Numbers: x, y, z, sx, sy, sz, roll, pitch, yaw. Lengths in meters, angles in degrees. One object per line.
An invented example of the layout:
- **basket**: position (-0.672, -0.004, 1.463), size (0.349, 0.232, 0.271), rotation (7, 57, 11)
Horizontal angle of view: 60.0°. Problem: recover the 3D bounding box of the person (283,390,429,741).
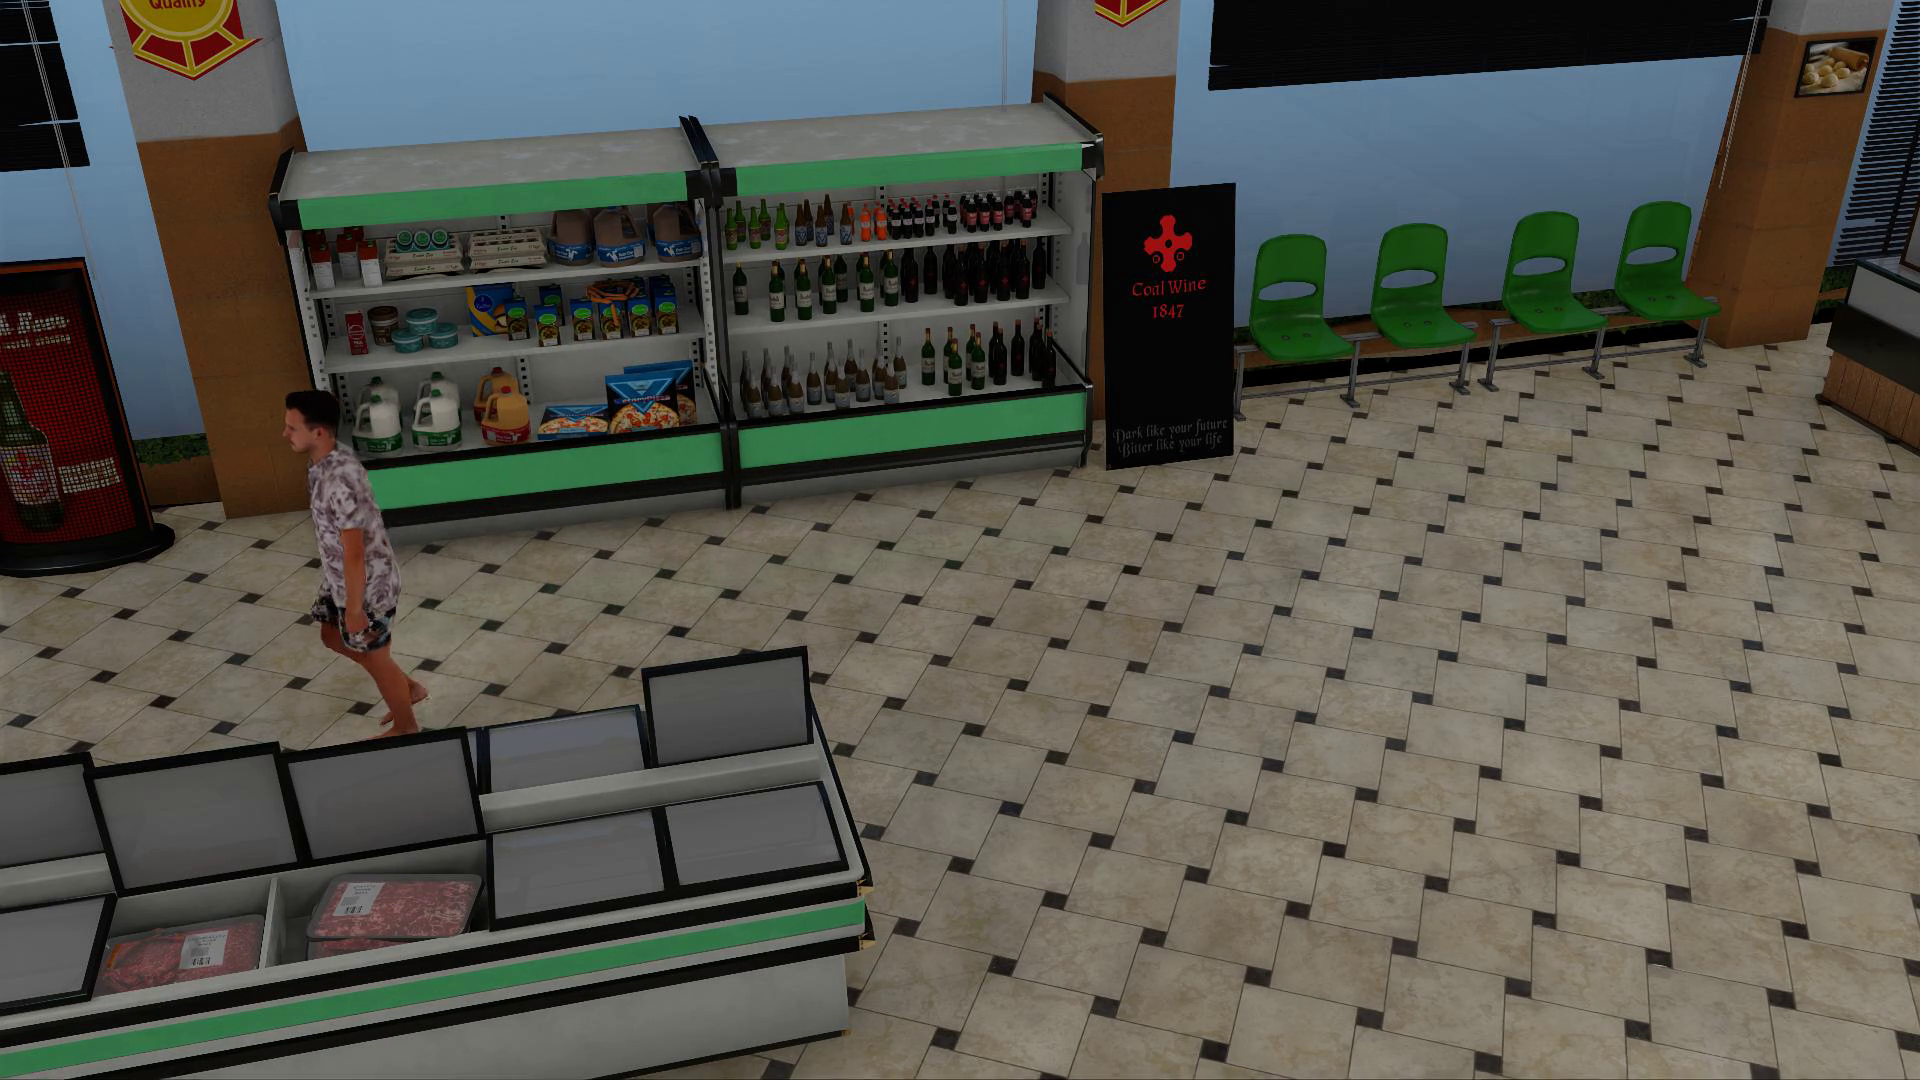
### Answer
- **person**: position (-2.585, 0.135, 7.401), size (0.721, 1.802, 0.756), rotation (-12, 31, -21)
